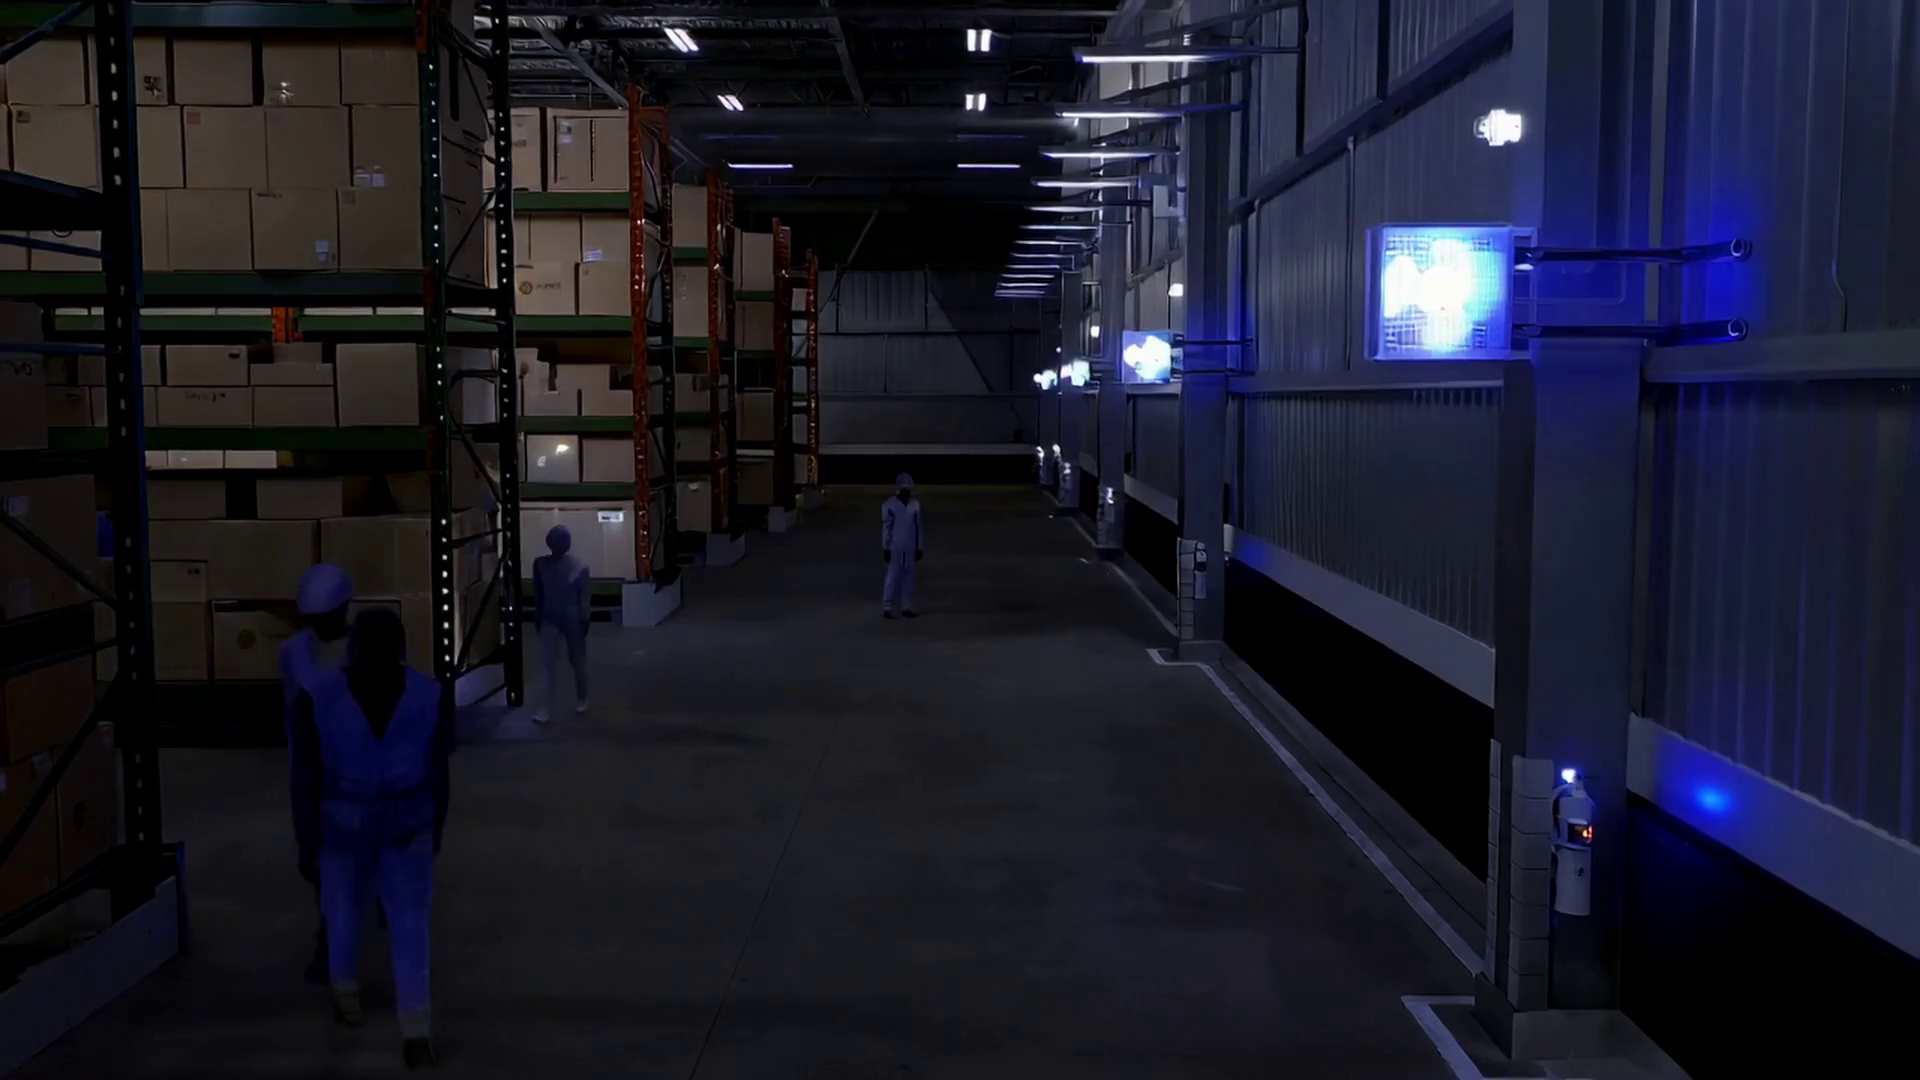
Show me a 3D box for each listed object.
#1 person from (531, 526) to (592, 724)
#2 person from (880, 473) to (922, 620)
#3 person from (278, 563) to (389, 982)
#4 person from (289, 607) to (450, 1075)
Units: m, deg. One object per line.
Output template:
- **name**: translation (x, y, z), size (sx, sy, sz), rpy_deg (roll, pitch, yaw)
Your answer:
- **person**: translation (-3.224, 0.672, 13.529), size (0.531, 1.586, 0.922), rpy_deg (0, 5, 4)
- **person**: translation (-0.669, 0.074, 19.613), size (0.566, 1.742, 0.351), rpy_deg (-4, 6, -37)
- **person**: translation (-2.870, 1.017, 7.832), size (0.585, 1.885, 1.004), rpy_deg (0, 5, -4)
- **person**: translation (-2.374, 1.152, 6.718), size (0.623, 1.805, 0.926), rpy_deg (-2, 5, -26)
